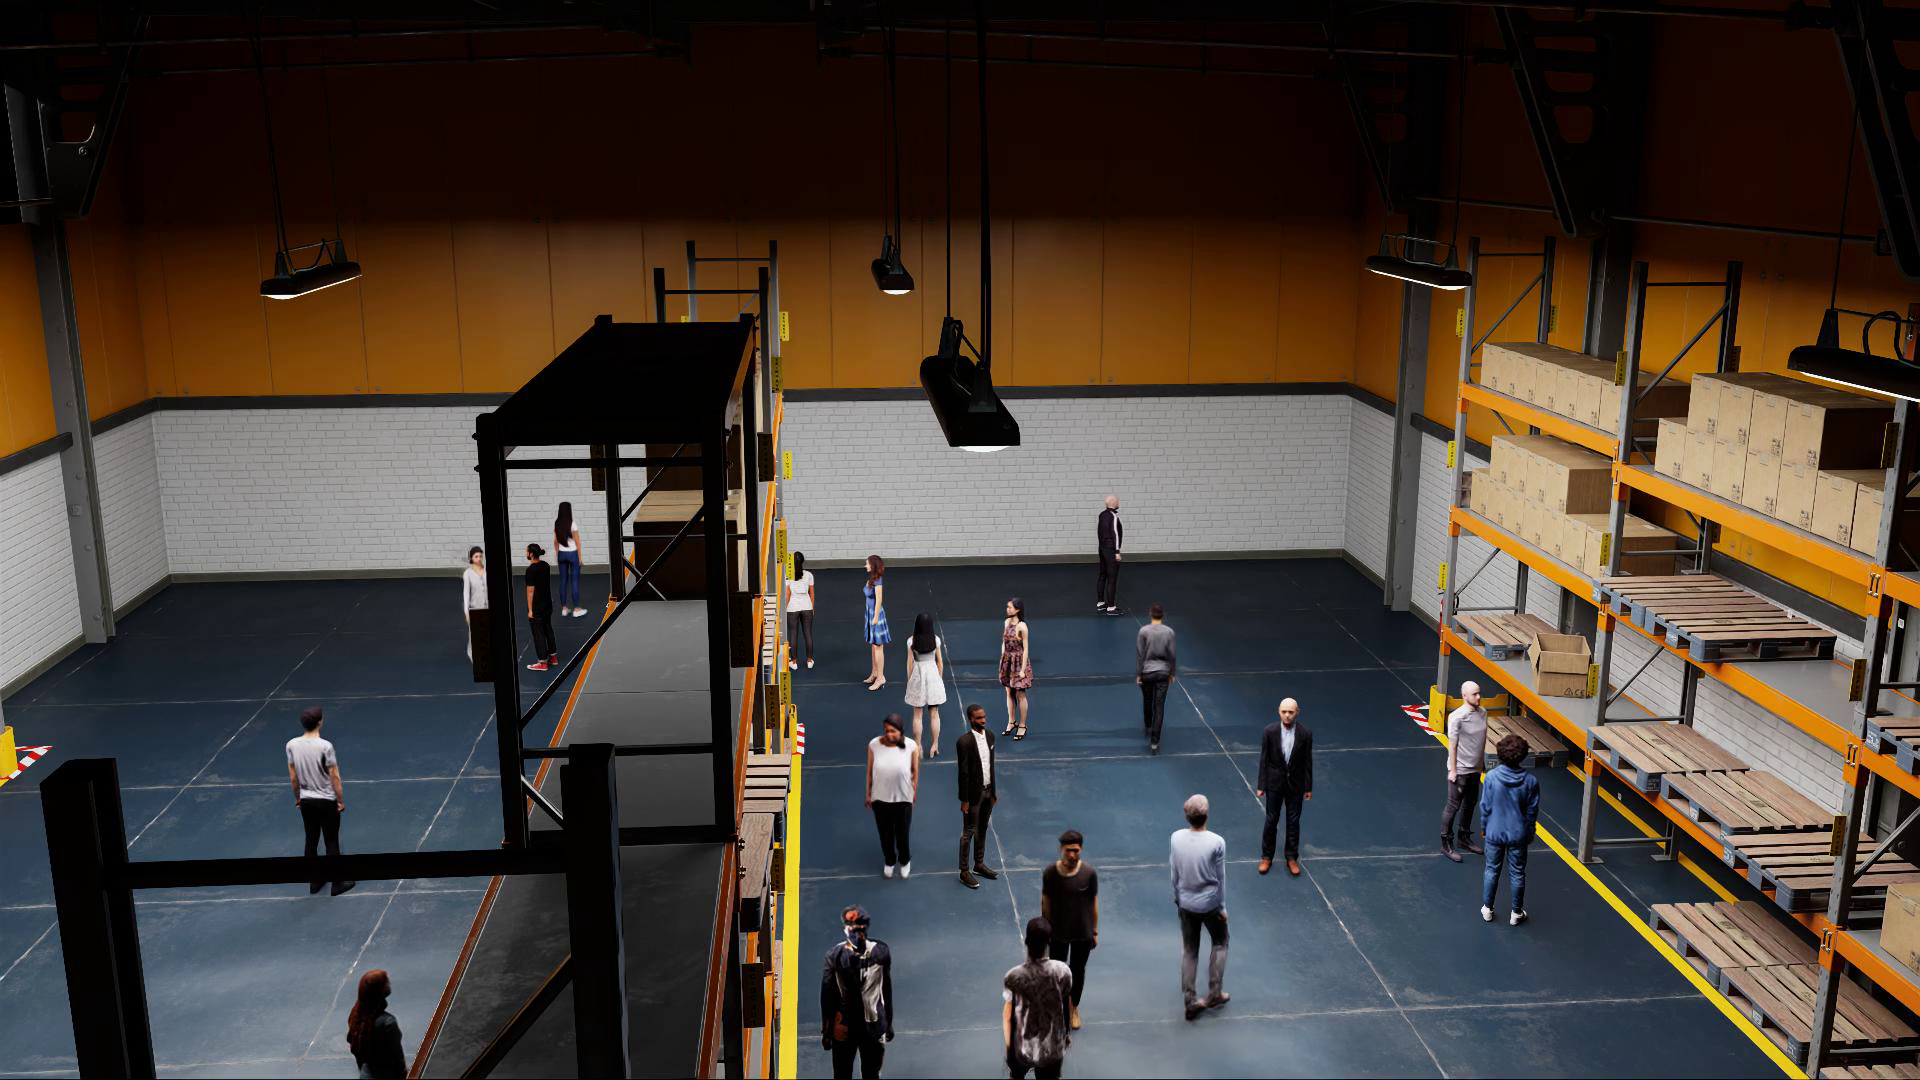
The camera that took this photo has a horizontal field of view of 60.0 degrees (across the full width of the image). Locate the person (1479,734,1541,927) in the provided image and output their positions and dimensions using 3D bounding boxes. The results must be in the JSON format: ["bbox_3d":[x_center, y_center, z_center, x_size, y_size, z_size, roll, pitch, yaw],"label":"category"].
[{"bbox_3d":[5.064,2.667,15.372,0.761,1.811,0.754,6,15,24],"label":"person"}]

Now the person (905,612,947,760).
[{"bbox_3d":[-0.407,1.692,19.475,0.627,1.775,0.607,-1,14,-5],"label":"person"}]

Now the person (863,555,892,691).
[{"bbox_3d":[-1.131,1.072,21.966,0.758,1.806,0.552,-3,14,-13],"label":"person"}]

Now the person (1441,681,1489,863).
[{"bbox_3d":[5.114,2.302,16.831,0.757,1.832,0.754,-9,16,-32],"label":"person"}]

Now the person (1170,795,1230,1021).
[{"bbox_3d":[1.923,3.054,13.660,0.853,1.864,0.903,8,16,30],"label":"person"}]

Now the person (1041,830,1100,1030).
[{"bbox_3d":[0.898,3.139,13.641,0.625,1.707,0.637,0,14,-2],"label":"person"}]

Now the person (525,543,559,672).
[{"bbox_3d":[-5.750,0.902,22.781,0.742,1.754,0.590,4,14,16],"label":"person"}]

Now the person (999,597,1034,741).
[{"bbox_3d":[0.662,1.546,20.080,0.857,1.773,0.777,-10,17,-36],"label":"person"}]

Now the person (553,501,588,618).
[{"bbox_3d":[-5.958,0.286,25.284,0.663,1.774,0.648,5,14,18],"label":"person"}]

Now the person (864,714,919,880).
[{"bbox_3d":[-0.654,2.491,16.391,0.721,1.672,0.706,2,14,10],"label":"person"}]

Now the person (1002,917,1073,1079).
[{"bbox_3d":[0.565,3.557,11.713,0.662,1.802,0.620,-1,14,-6],"label":"person"}]

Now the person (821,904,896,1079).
[{"bbox_3d":[-0.724,3.475,11.866,0.741,1.890,0.667,-4,14,-17],"label":"person"}]

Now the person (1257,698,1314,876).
[{"bbox_3d":[3.221,2.412,16.449,0.740,1.798,0.657,2,14,9],"label":"person"}]

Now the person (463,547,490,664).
[{"bbox_3d":[-6.542,0.958,22.581,0.965,1.740,1.178,-9,16,-33],"label":"person"}]

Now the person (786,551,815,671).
[{"bbox_3d":[-2.195,0.954,22.792,0.601,1.647,0.579,-4,14,-15],"label":"person"}]

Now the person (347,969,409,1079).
[{"bbox_3d":[-3.896,3.710,11.211,0.672,1.742,0.707,8,16,29],"label":"person"}]

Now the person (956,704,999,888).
[{"bbox_3d":[0.157,2.467,16.221,0.787,1.800,0.732,12,18,40],"label":"person"}]

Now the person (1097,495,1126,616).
[{"bbox_3d":[2.278,0.207,25.478,0.806,1.836,0.638,-6,15,-23],"label":"person"}]

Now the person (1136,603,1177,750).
[{"bbox_3d":[2.329,1.646,19.791,0.776,1.714,1.189,1,14,5],"label":"person"}]

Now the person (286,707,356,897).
[{"bbox_3d":[-6.160,2.500,15.952,0.721,1.862,0.656,3,14,11],"label":"person"}]
